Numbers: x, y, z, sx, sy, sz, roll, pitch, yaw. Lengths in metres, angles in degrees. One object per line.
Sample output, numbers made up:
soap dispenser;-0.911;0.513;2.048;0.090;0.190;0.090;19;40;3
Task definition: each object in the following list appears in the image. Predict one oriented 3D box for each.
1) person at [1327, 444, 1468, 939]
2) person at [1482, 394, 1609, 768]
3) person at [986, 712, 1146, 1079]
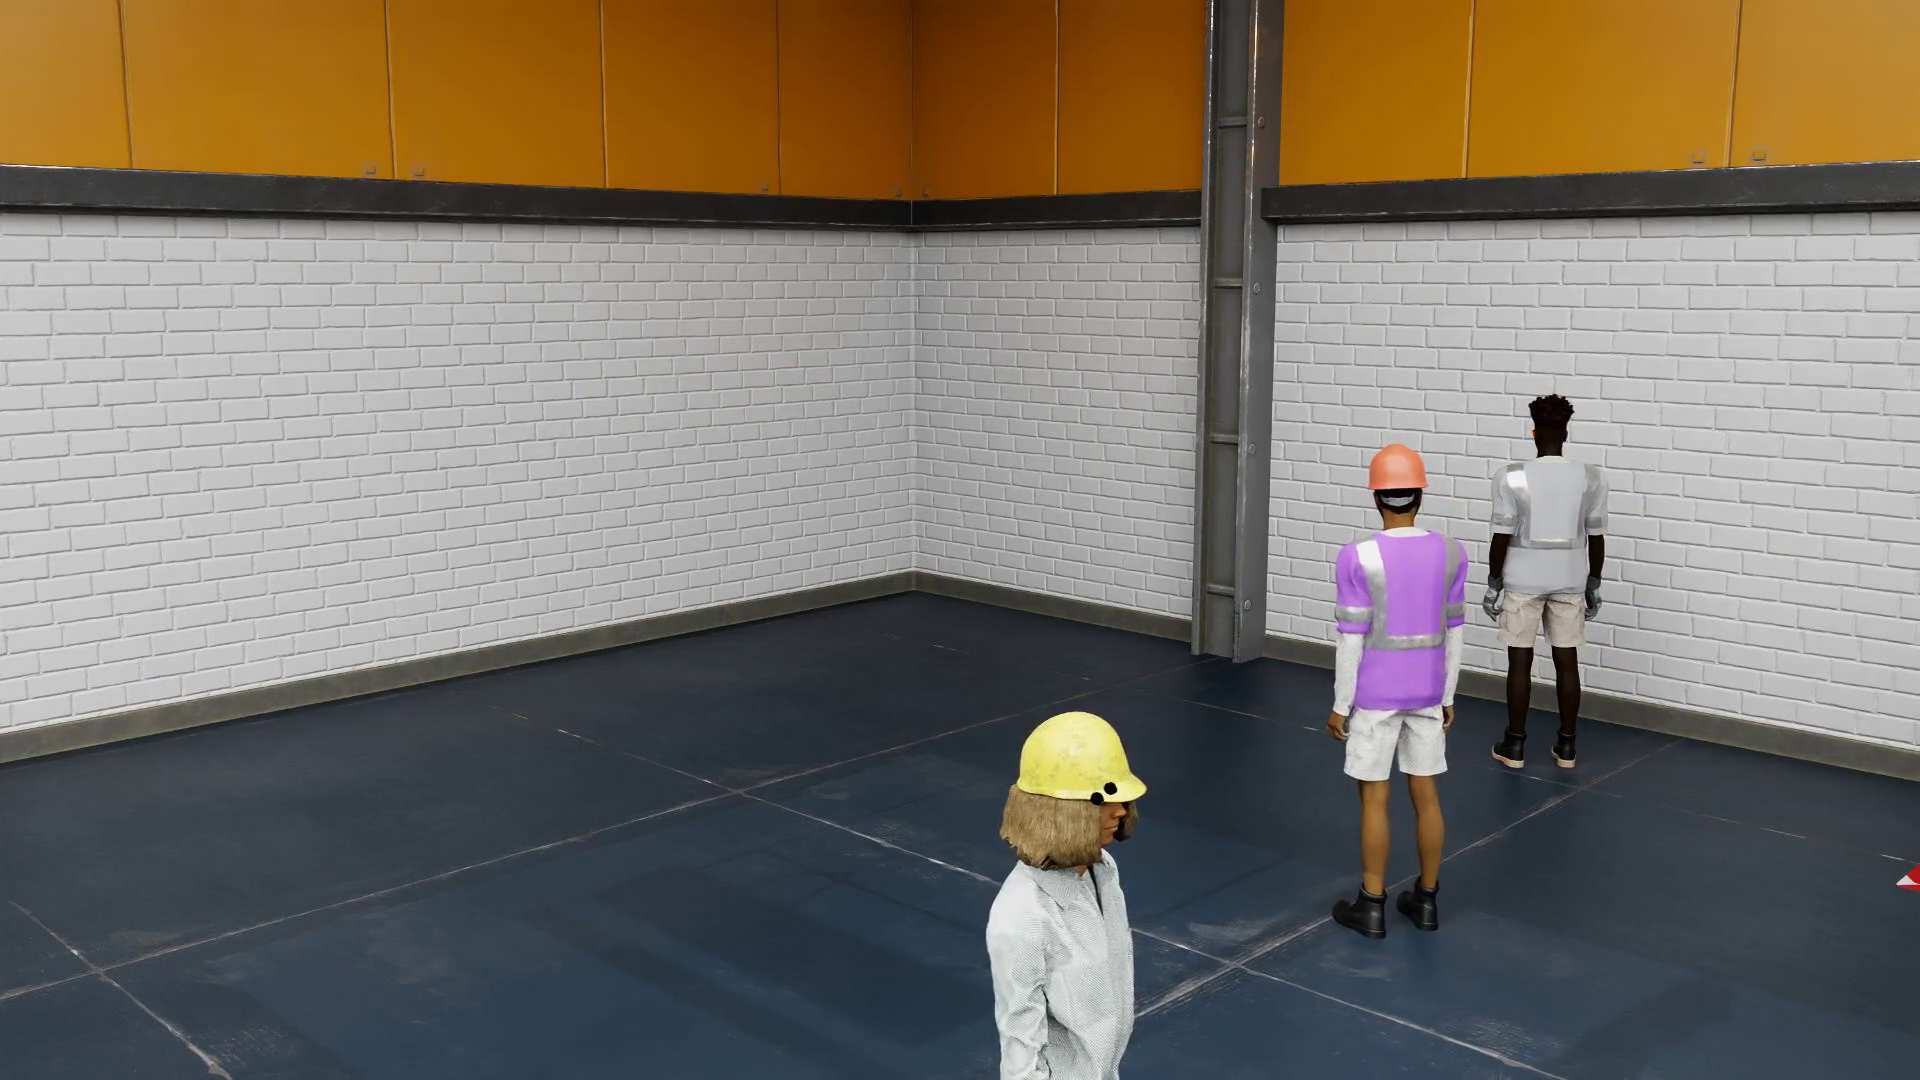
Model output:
person;1.688;0.592;6.510;0.547;1.934;0.376;-2;10;-14
person;3.051;0.219;8.698;0.613;1.962;0.362;0;9;3
person;0.223;1.197;3.382;0.294;1.744;0.487;4;10;24
